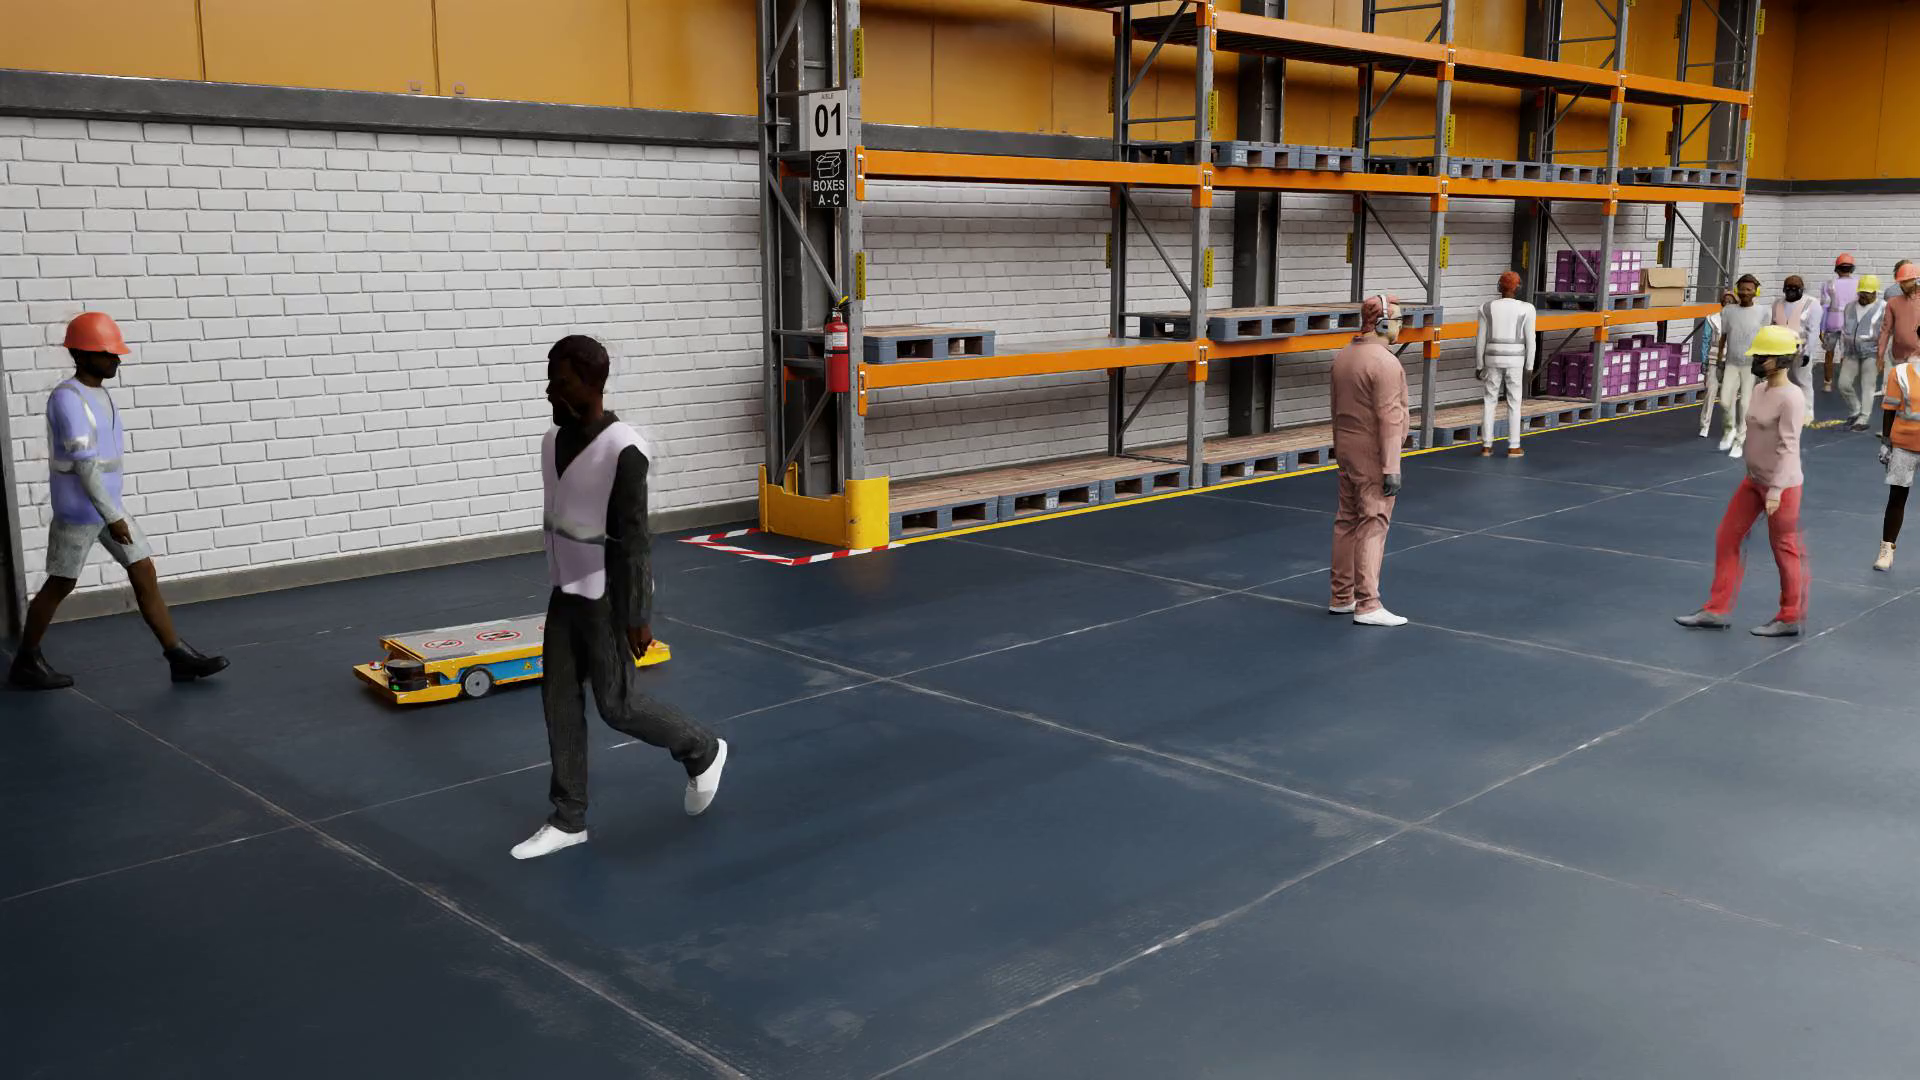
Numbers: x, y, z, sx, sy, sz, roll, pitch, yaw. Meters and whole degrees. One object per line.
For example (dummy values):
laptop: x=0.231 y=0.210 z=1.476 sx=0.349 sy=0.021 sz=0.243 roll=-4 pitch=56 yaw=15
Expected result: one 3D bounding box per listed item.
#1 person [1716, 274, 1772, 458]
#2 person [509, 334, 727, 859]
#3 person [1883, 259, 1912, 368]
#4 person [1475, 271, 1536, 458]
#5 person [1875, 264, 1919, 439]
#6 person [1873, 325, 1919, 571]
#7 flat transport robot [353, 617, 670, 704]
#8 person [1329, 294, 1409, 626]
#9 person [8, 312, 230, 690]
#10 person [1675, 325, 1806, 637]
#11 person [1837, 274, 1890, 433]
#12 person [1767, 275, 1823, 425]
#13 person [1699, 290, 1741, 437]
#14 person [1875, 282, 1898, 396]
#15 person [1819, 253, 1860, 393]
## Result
person: x=7.930 y=-1.759 z=16.847 sx=0.509 sy=1.857 sz=0.432 roll=7 pitch=13 yaw=35
person: x=-1.278 y=0.193 z=6.104 sx=0.791 sy=1.895 sz=0.595 roll=-10 pitch=14 yaw=-42
person: x=12.152 y=-2.646 z=21.472 sx=0.678 sy=1.926 sz=0.577 roll=-3 pitch=11 yaw=-14
person: x=5.521 y=-1.773 z=16.849 sx=0.583 sy=1.879 sz=0.337 roll=5 pitch=12 yaw=26
person: x=10.450 y=-2.064 z=18.312 sx=1.062 sy=1.930 sz=0.639 roll=-6 pitch=12 yaw=-30
person: x=6.390 y=-0.614 z=11.028 sx=0.540 sy=1.695 sz=0.317 roll=6 pitch=12 yaw=30
flat transport robot: x=-2.274 y=0.567 z=8.483 sx=1.431 sy=0.197 sz=0.652 roll=-8 pitch=13 yaw=-36
person: x=2.395 y=-0.464 z=9.640 sx=0.403 sy=1.906 sz=0.652 roll=-3 pitch=11 yaw=-14
person: x=-4.253 y=-0.171 z=8.159 sx=1.043 sy=1.880 sz=0.531 roll=0 pitch=10 yaw=0
person: x=4.385 y=-0.313 z=9.235 sx=0.750 sy=1.737 sz=0.556 roll=0 pitch=10 yaw=0
person: x=10.271 y=-2.114 z=18.920 sx=0.429 sy=1.800 sz=0.602 roll=-7 pitch=12 yaw=-32
person: x=9.783 y=-2.210 z=19.527 sx=0.958 sy=1.793 sz=0.620 roll=-9 pitch=14 yaw=-40
person: x=8.495 y=-1.948 z=18.470 sx=0.517 sy=1.636 sz=0.313 roll=3 pitch=11 yaw=16
person: x=13.181 y=-2.805 z=23.188 sx=0.623 sy=1.616 sz=0.507 roll=-1 pitch=10 yaw=-4
person: x=12.381 y=-3.013 z=23.321 sx=0.619 sy=2.007 sz=0.992 roll=3 pitch=11 yaw=15
